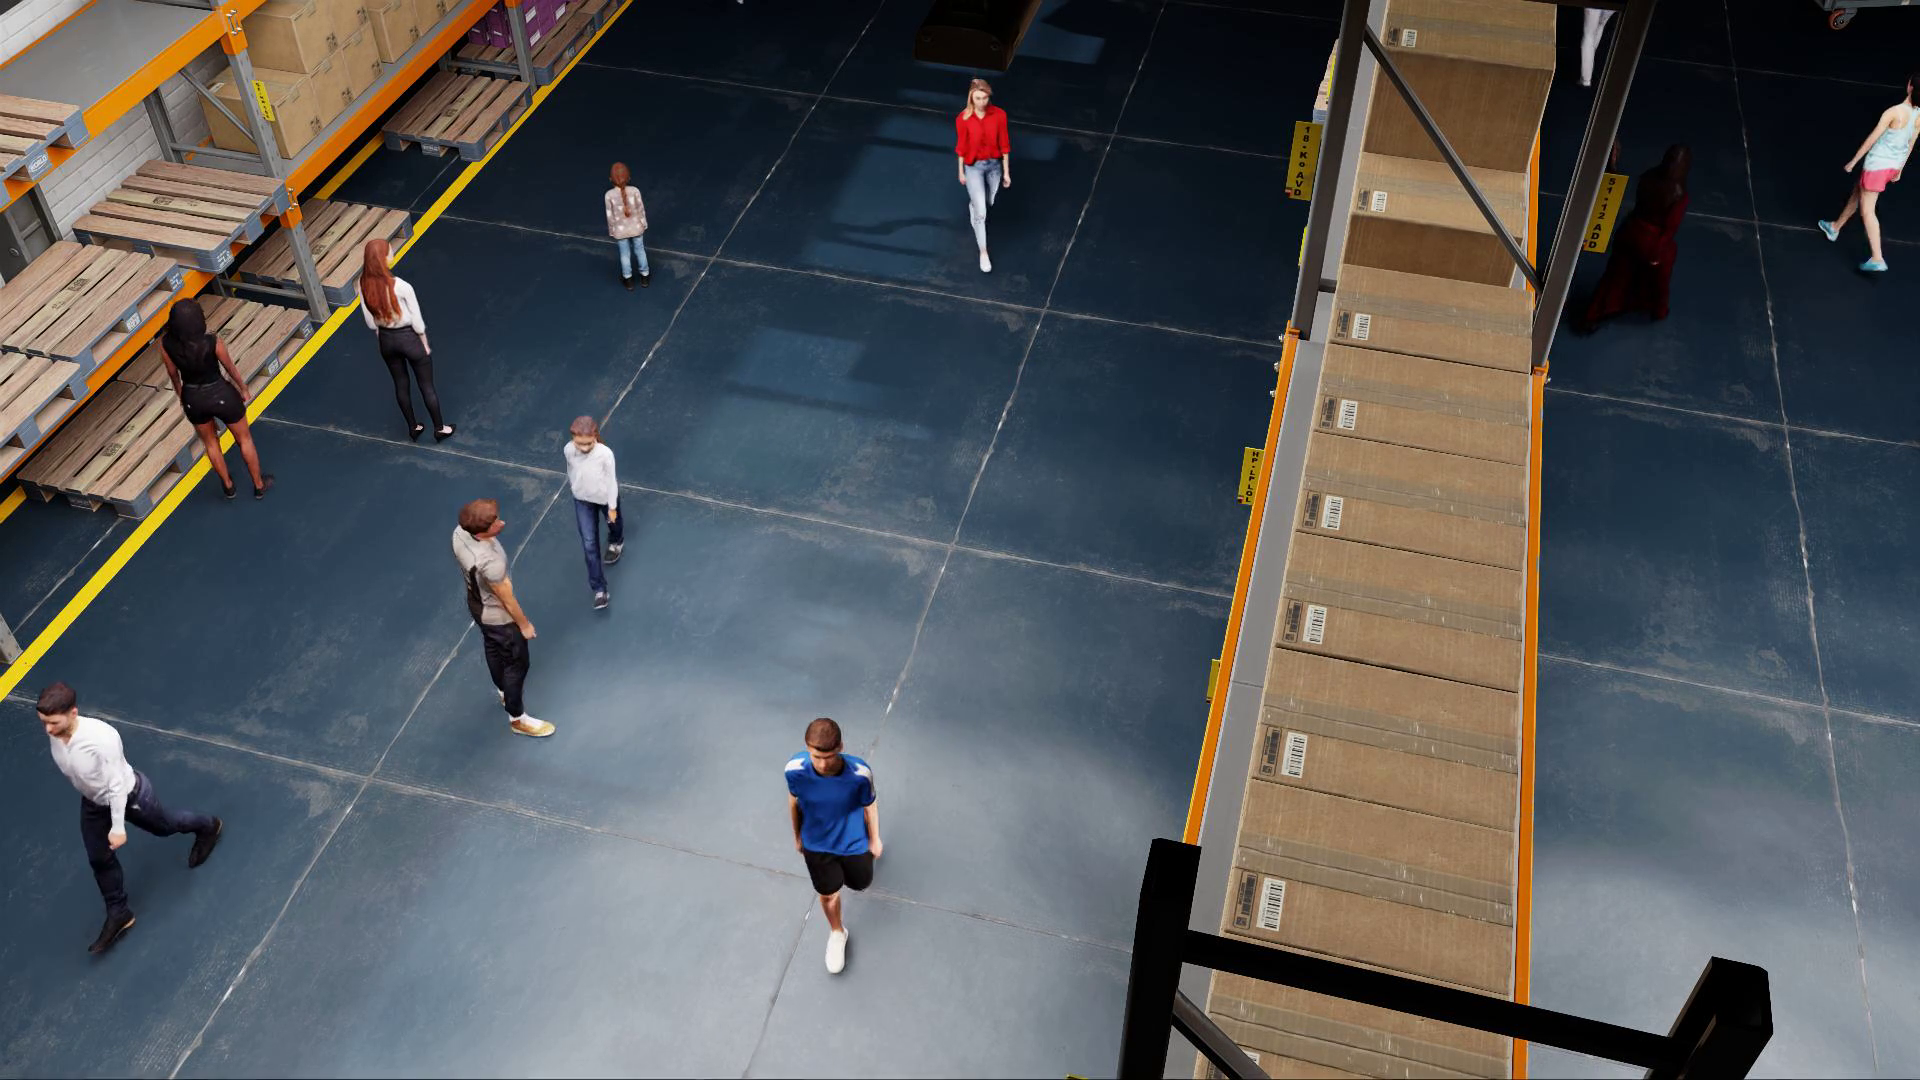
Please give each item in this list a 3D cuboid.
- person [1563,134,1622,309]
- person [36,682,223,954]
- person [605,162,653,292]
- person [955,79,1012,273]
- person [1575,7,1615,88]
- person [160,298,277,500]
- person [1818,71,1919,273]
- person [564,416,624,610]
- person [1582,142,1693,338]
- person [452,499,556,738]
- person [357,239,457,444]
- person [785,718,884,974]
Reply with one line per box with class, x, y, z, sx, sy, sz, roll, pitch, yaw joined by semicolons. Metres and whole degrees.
person;5.079;-2.636;13.677;0.710;1.617;0.540;4;44;4
person;-4.636;1.369;9.310;0.646;1.844;1.246;13;45;14
person;-2.796;-2.639;13.988;0.555;1.194;0.594;-13;45;-14
person;0.188;-3.204;14.232;0.940;1.676;1.163;-9;44;-10
person;6.347;-5.360;16.359;0.793;1.863;1.175;3;44;3
person;-5.336;-0.985;11.864;0.704;1.728;0.692;-12;45;-12
person;7.827;-3.086;14.070;0.994;1.729;1.241;-11;45;-11
person;-2.463;-0.336;11.351;0.700;1.496;1.100;4;44;4
person;5.395;-2.326;13.294;1.140;1.699;1.056;-23;48;-23
person;-2.897;0.406;10.302;0.839;1.869;0.828;30;51;28
person;-4.129;-1.452;12.331;0.602;1.761;0.515;7;44;7
person;-0.656;1.552;9.109;0.814;1.855;1.089;1;44;1
